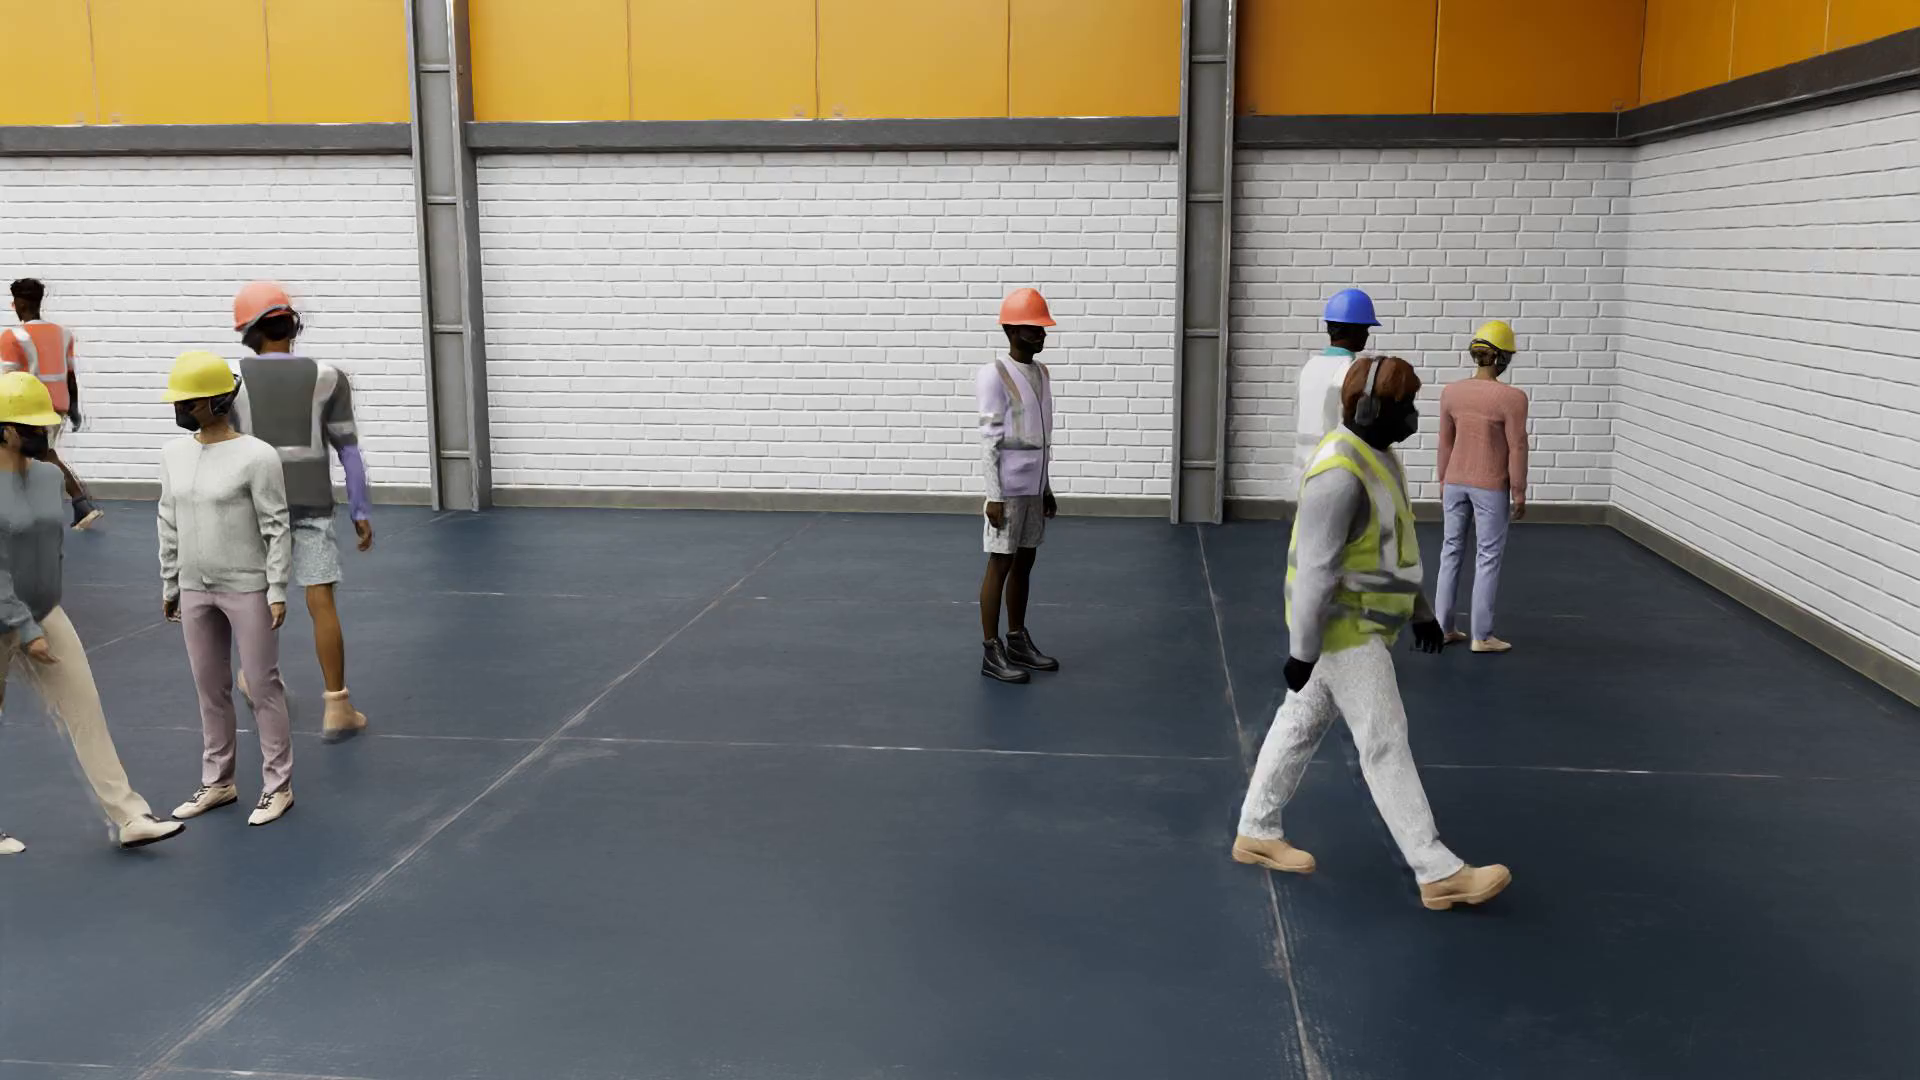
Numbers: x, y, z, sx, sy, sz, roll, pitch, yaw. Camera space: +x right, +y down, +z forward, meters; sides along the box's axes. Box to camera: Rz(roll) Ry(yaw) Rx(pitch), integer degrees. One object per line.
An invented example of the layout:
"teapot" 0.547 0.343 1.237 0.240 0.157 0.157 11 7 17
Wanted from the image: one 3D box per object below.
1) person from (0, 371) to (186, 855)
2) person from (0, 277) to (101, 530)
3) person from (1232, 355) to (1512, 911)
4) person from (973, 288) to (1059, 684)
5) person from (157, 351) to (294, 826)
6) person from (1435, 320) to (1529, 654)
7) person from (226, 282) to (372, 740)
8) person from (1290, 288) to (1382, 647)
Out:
"person" -3.179 0.284 5.721 0.892 1.715 0.516 3 10 15
"person" -6.954 -1.031 12.650 0.974 1.930 0.612 3 10 17
"person" 1.335 0.291 5.472 0.952 1.791 0.630 4 11 20
"person" 0.305 -0.272 8.260 0.364 1.939 0.542 7 12 34
"person" -2.730 0.184 6.154 0.535 1.763 0.314 3 10 15
"person" 2.767 -0.277 8.816 0.345 1.758 0.532 -8 13 -38
"person" -3.014 -0.145 7.422 0.712 1.970 1.060 -5 11 -27
"person" 1.869 -0.268 8.256 0.423 1.938 0.605 -3 10 -17
